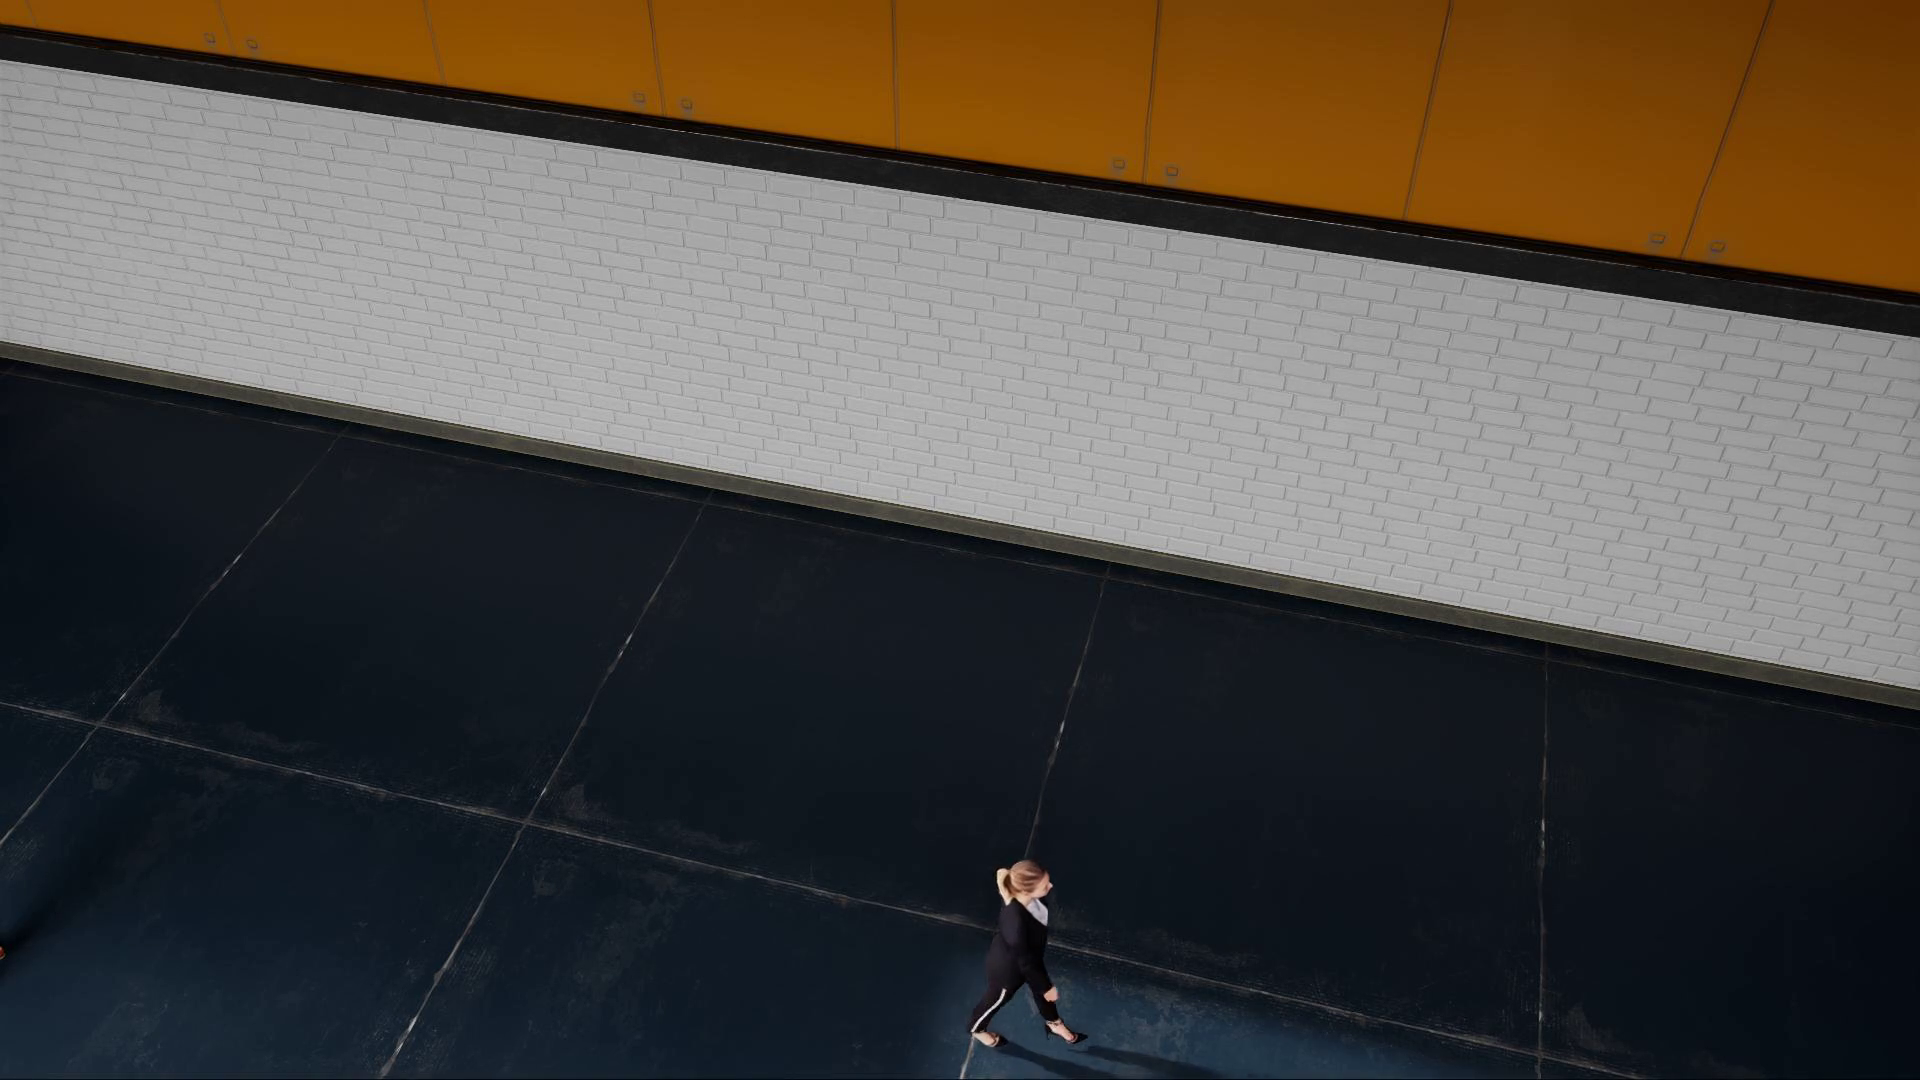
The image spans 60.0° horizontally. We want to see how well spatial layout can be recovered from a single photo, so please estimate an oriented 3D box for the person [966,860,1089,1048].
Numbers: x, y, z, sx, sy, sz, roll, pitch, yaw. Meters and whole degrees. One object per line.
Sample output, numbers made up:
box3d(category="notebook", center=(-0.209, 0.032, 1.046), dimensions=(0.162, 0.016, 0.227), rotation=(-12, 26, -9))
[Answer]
box3d(category="person", center=(0.181, 2.155, 8.476), dimensions=(0.706, 1.677, 0.832), rotation=(7, 44, 7))
